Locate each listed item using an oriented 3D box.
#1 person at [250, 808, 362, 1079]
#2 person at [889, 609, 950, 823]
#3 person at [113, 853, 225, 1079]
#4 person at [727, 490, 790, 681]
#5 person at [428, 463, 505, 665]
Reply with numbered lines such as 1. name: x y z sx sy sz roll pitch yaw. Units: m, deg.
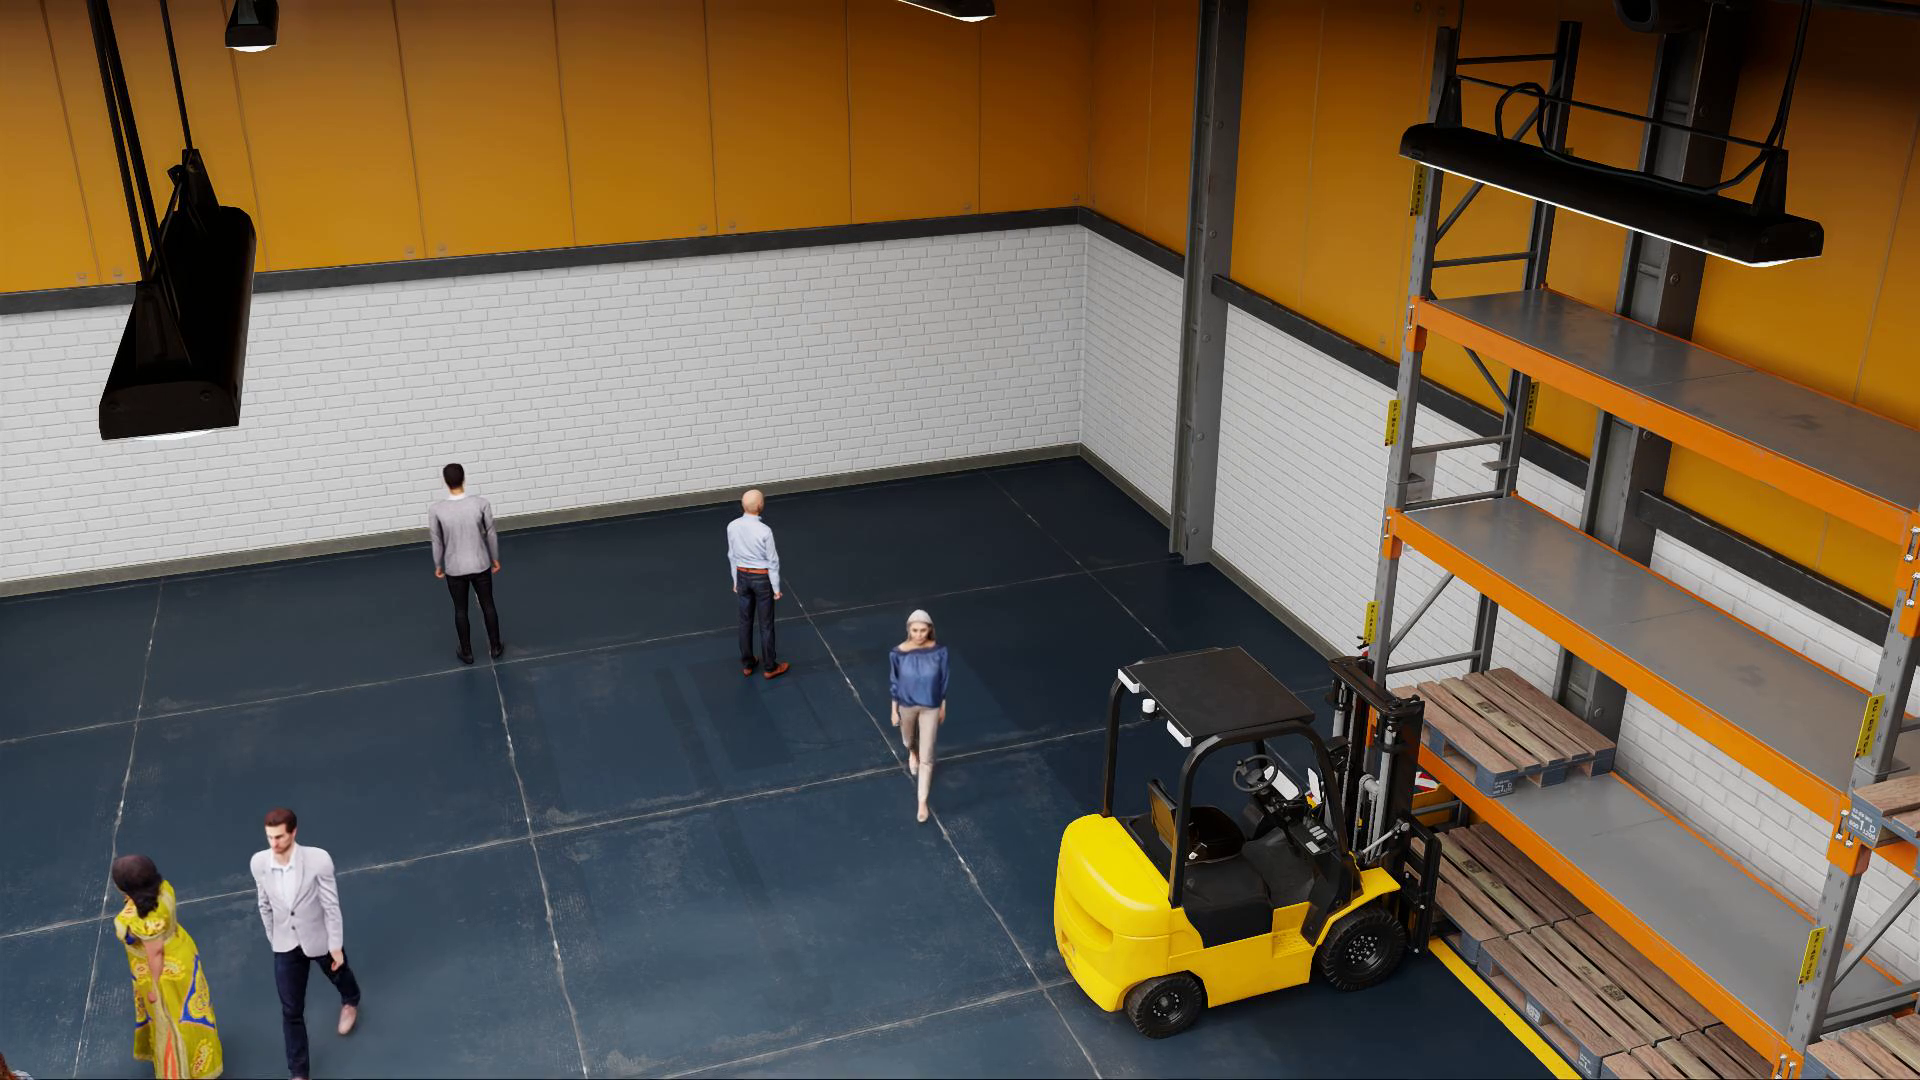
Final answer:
1. person: -3.968 2.408 10.219 0.914 1.809 1.283 -1 24 -2
2. person: -0.323 1.281 12.968 0.881 1.672 1.181 0 24 1
3. person: -4.798 2.577 10.022 0.895 1.657 0.684 -8 25 -17
4. person: -1.822 0.391 14.854 0.734 1.792 0.780 9 25 19
5. person: -4.476 0.212 15.104 0.725 1.920 0.600 -9 25 -19
